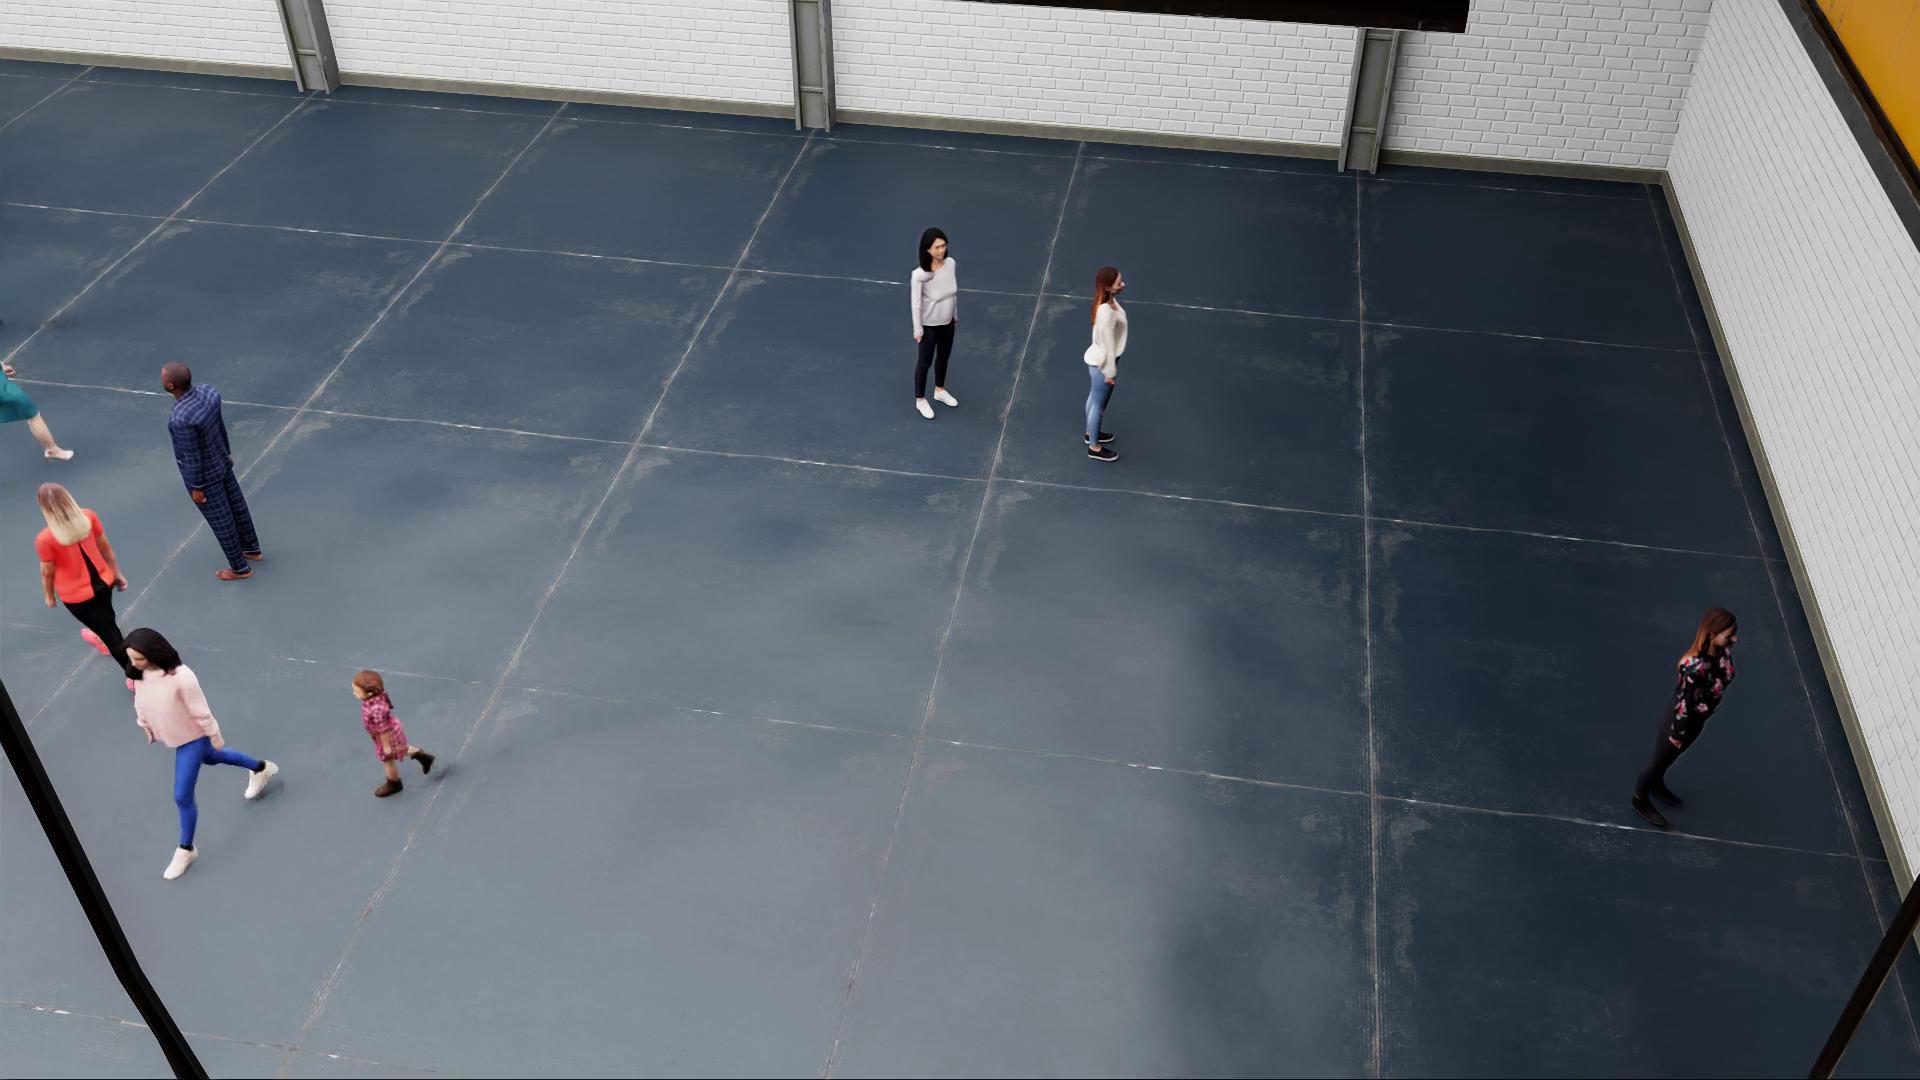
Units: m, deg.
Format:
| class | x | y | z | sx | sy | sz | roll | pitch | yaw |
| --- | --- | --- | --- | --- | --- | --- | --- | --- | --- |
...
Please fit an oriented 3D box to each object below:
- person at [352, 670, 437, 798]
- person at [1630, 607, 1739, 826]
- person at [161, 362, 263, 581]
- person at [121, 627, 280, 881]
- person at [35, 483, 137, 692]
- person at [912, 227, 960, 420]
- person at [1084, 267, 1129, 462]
| class | x | y | z | sx | sy | sz | roll | pitch | yaw |
| --- | --- | --- | --- | --- | --- | --- | --- | --- | --- |
| person | -3.605 | 1.208 | 10.571 | 0.710 | 1.013 | 0.610 | -16 | 41 | -19 |
| person | 4.458 | 1.060 | 10.219 | 0.654 | 1.684 | 0.684 | -31 | 48 | -33 |
| person | -5.451 | -0.512 | 12.075 | 0.601 | 1.825 | 0.668 | 5 | 39 | 6 |
| person | -4.623 | 1.139 | 10.094 | 1.225 | 1.716 | 0.959 | 18 | 42 | 21 |
| person | -5.741 | 0.373 | 11.104 | 1.129 | 1.654 | 0.789 | 16 | 41 | 19 |
| person | -0.205 | -1.826 | 13.820 | 0.706 | 1.700 | 0.738 | -30 | 48 | -32 |
| person | 1.149 | -1.428 | 13.328 | 0.591 | 1.691 | 0.646 | 1 | 39 | 1 |
